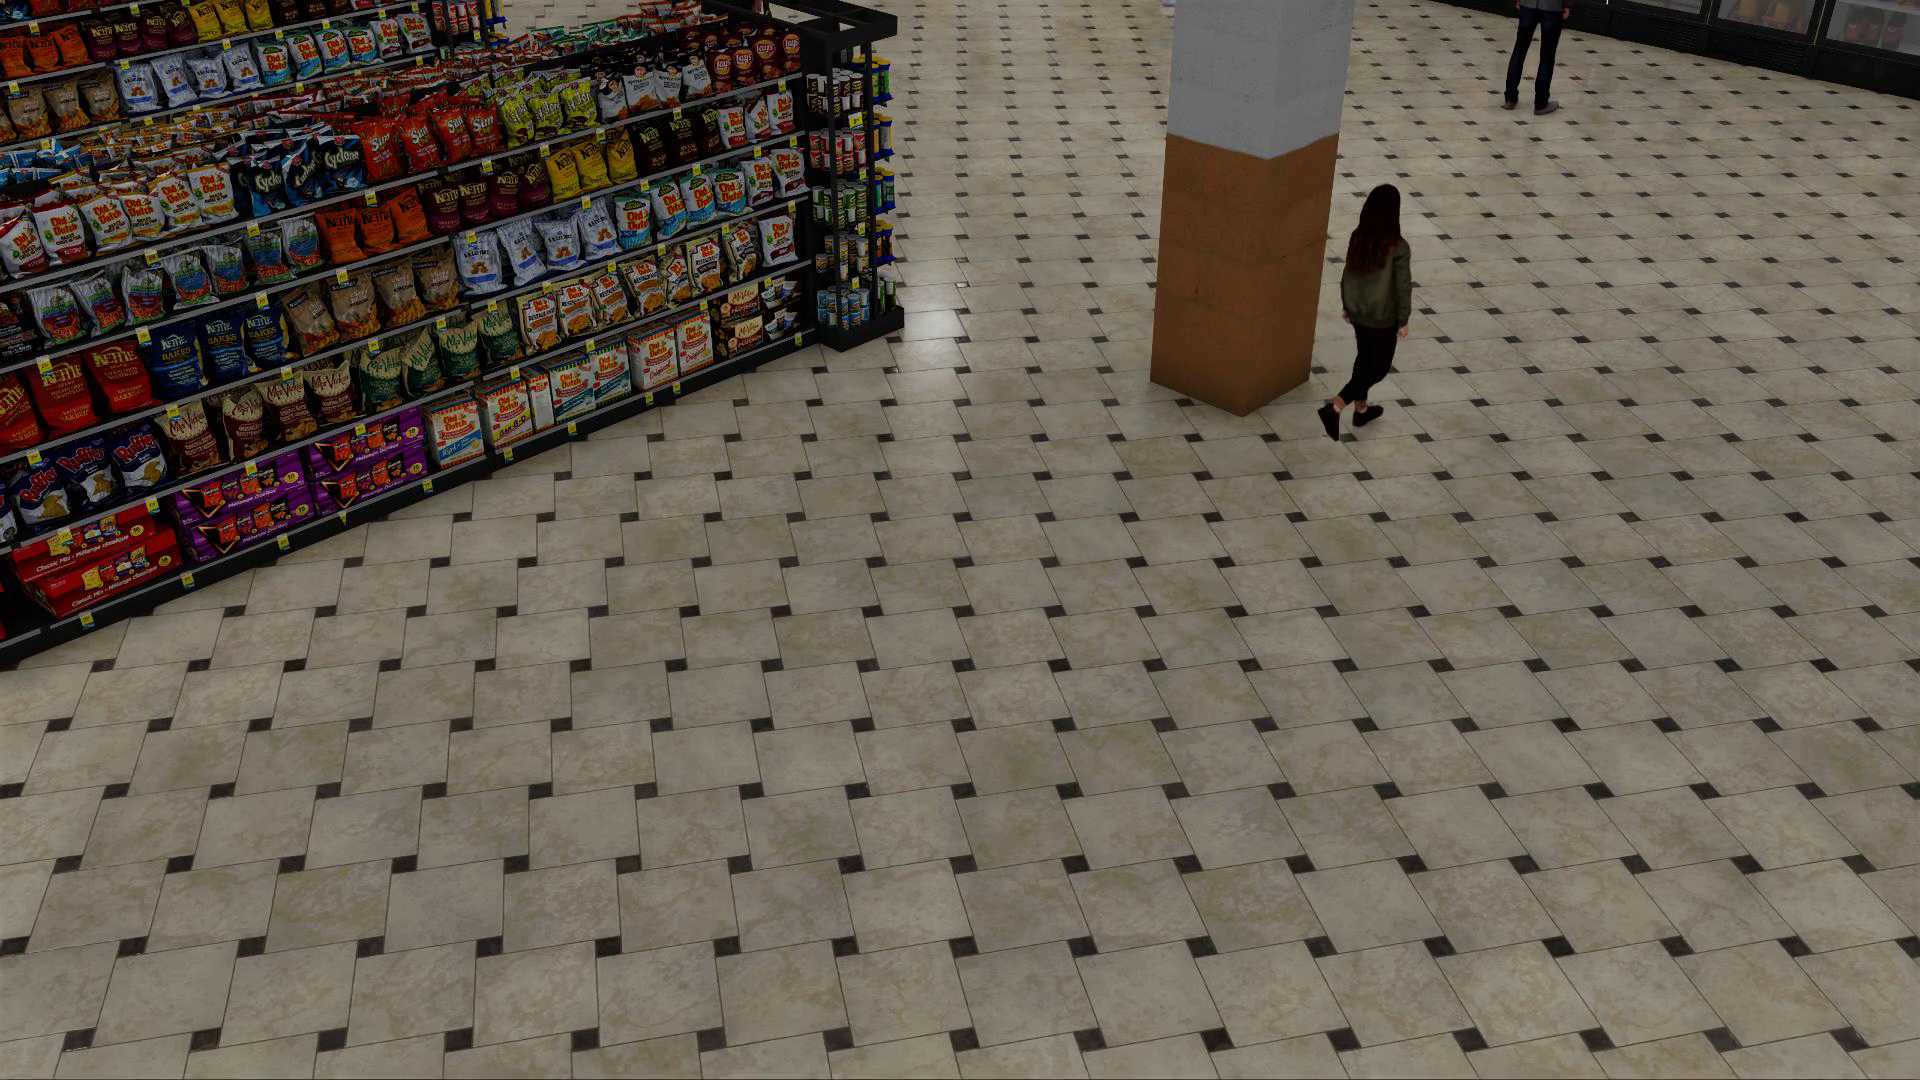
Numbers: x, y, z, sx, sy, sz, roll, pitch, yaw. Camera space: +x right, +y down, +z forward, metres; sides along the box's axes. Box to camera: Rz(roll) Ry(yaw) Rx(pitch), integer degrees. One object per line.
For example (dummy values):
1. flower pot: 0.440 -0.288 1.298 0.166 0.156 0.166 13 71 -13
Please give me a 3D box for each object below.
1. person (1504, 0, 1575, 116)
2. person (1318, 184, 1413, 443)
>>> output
1. person: 5.009 -4.616 14.265 0.704 1.874 0.632 23 38 32
2. person: 2.248 -1.225 9.205 0.905 1.461 0.678 -21 37 -30
